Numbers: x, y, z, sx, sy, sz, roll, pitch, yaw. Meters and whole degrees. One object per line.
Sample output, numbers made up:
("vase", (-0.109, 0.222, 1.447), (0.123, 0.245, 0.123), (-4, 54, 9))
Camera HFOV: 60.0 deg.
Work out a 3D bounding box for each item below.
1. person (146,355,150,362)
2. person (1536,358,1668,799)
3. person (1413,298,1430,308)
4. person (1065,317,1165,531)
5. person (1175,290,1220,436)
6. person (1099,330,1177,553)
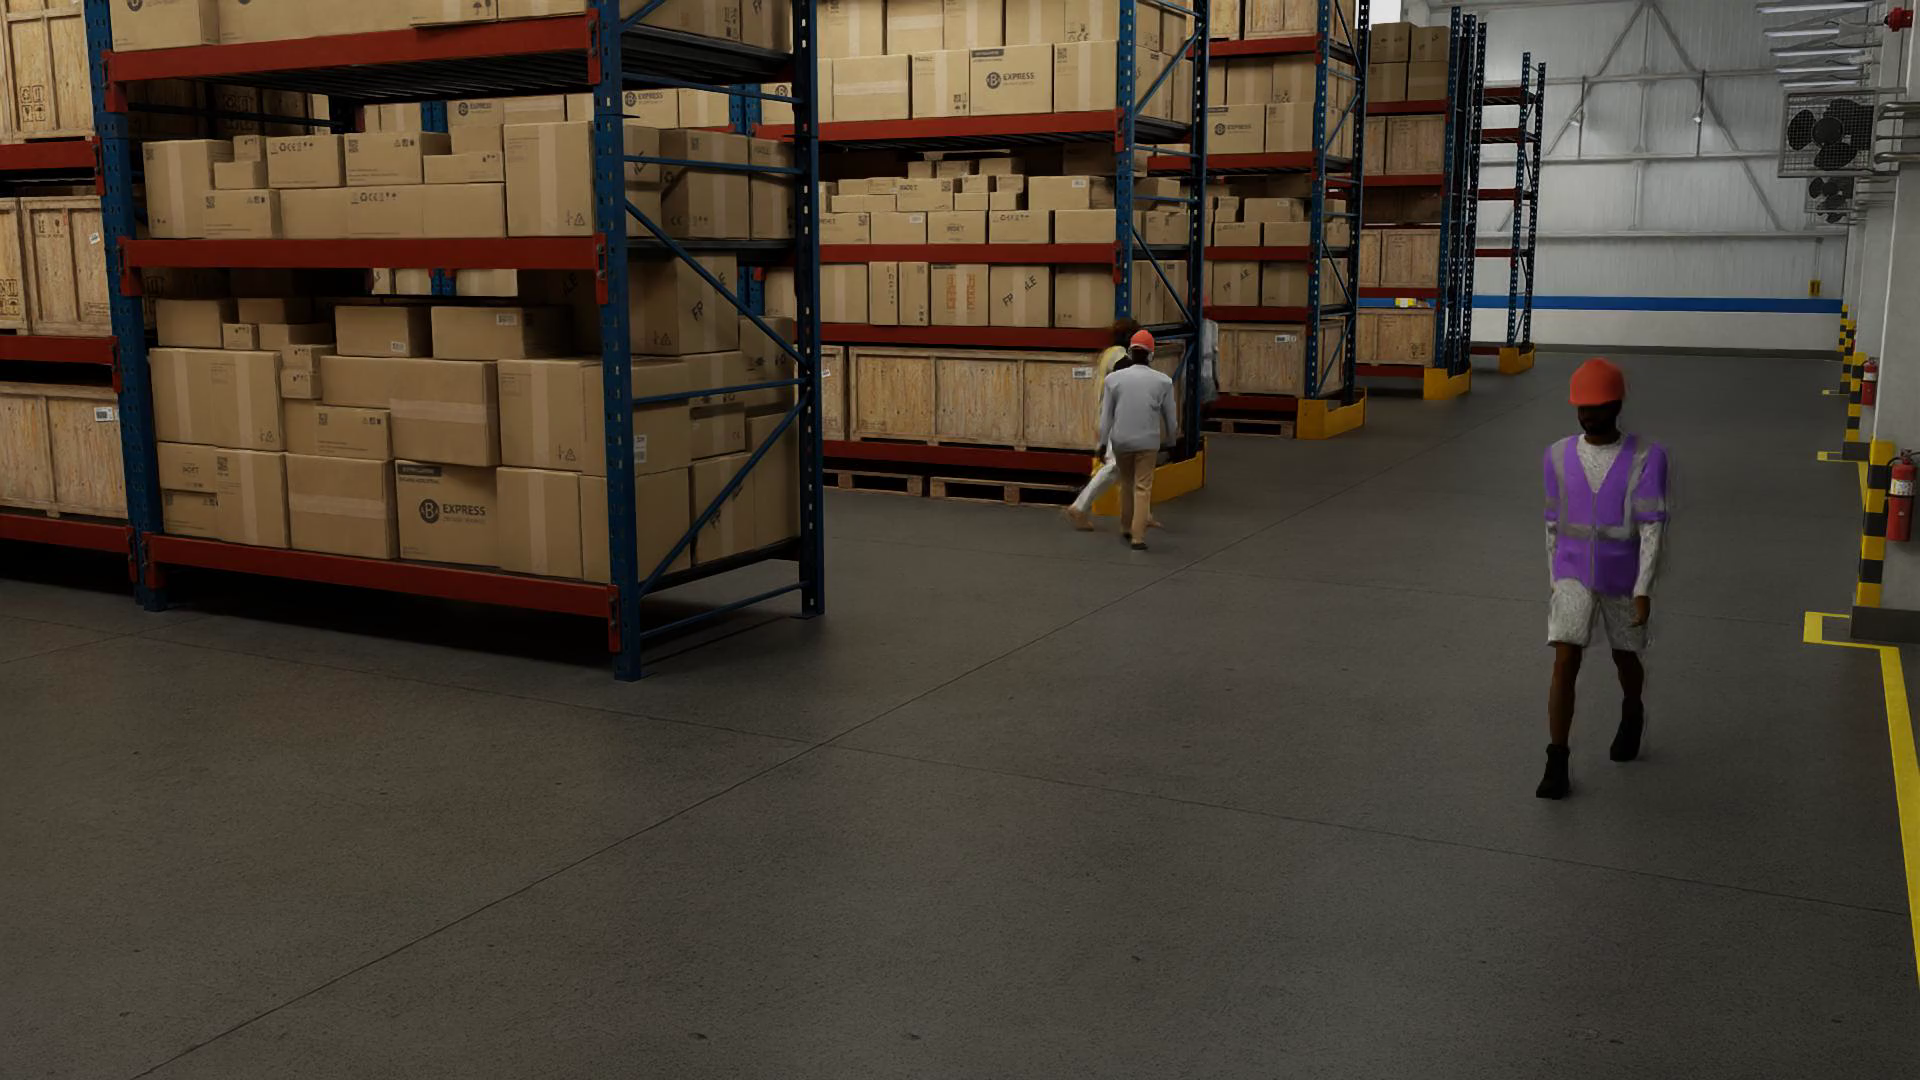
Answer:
("person", (-8.573, -1.605, 17.662), (0.603, 1.811, 0.417), (5, 11, 29))
("person", (2.845, 0.133, 7.355), (0.546, 1.896, 0.991), (7, 12, 34))
("person", (8.949, -4.067, 32.381), (0.514, 1.641, 0.307), (-9, 14, -43))
("person", (1.304, -0.961, 13.993), (0.872, 1.810, 0.662), (-1, 10, -4))
("person", (2.693, -1.874, 18.856), (0.575, 1.924, 0.416), (-3, 10, -19))
("person", (1.430, -0.794, 13.175), (0.588, 1.718, 0.787), (3, 10, 16))
